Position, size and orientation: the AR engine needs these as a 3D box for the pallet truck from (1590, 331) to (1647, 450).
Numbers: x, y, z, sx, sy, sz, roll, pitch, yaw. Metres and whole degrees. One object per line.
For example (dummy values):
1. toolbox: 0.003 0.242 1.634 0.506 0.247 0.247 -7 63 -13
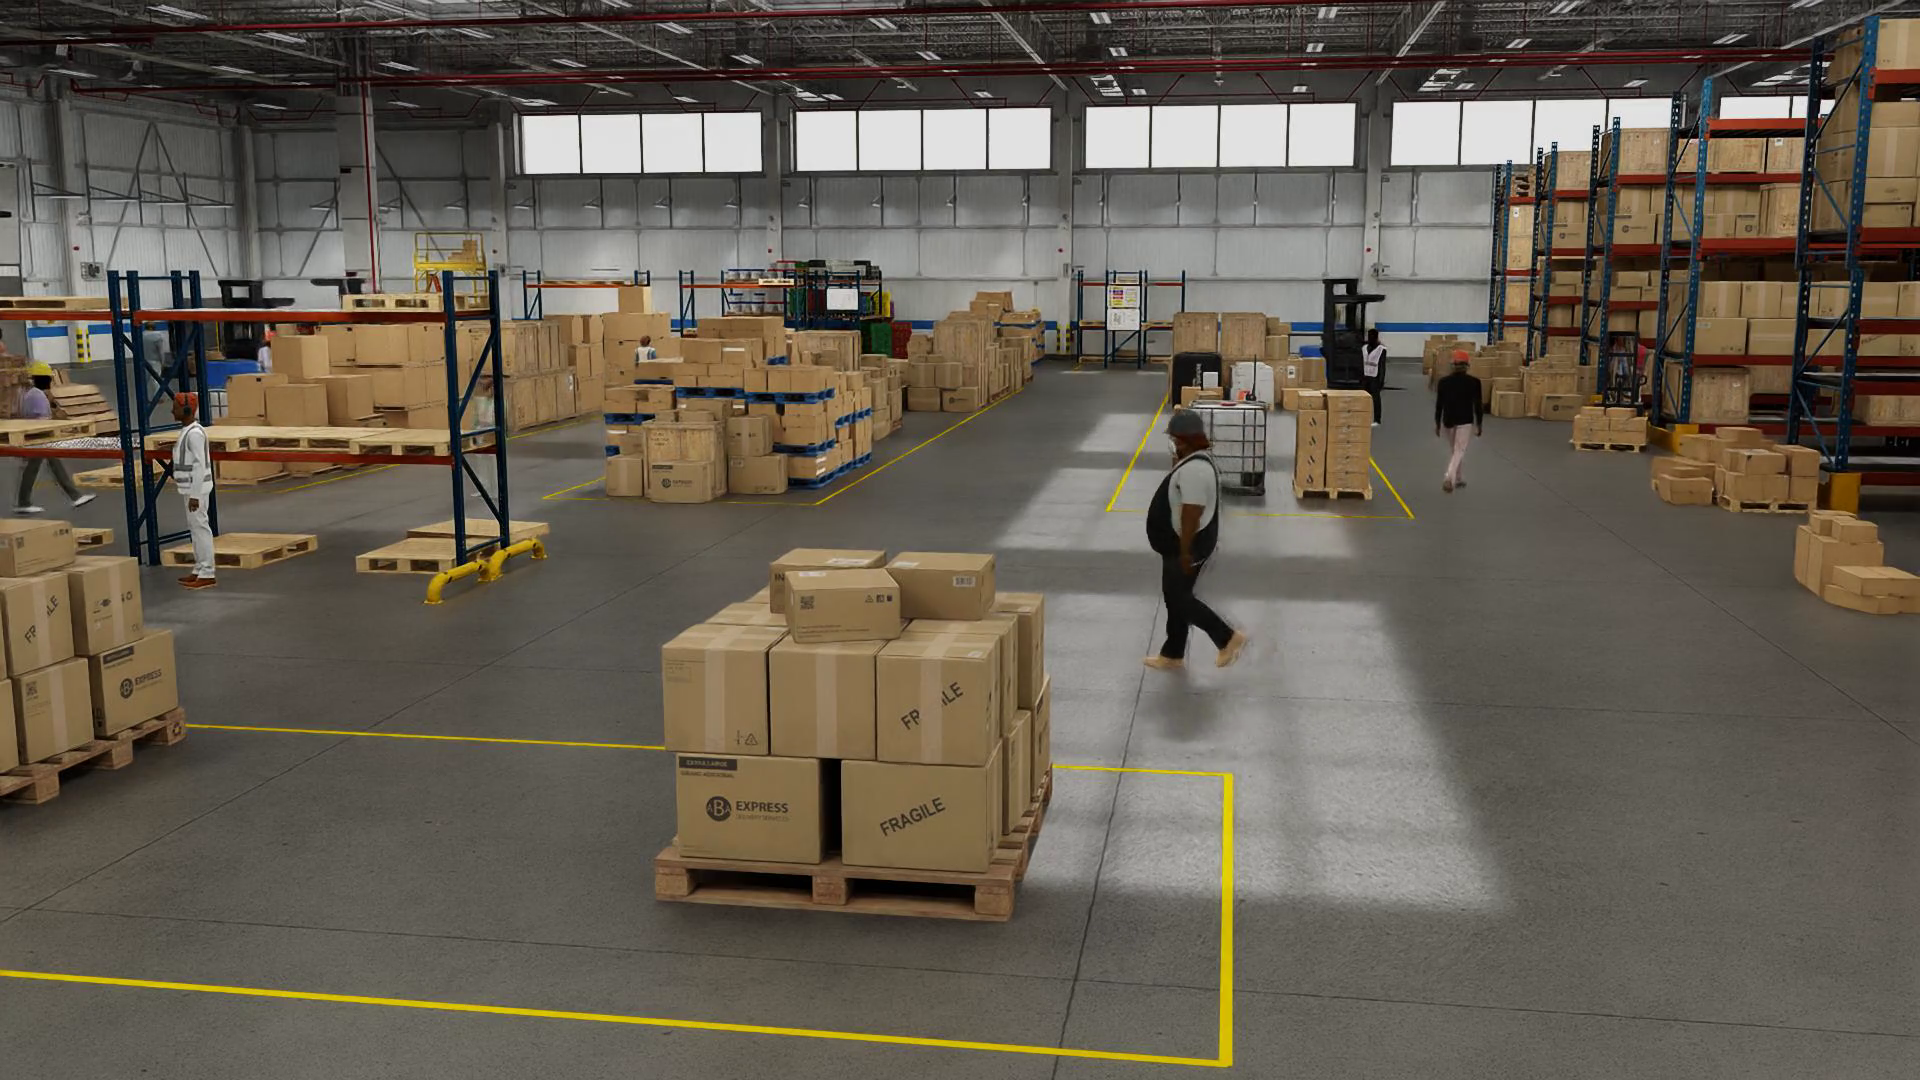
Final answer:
1. pallet truck: 11.253 -2.573 28.499 0.823 1.965 1.885 5 10 27

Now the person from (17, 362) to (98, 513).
1. person: -11.427 -1.286 20.893 0.973 1.879 0.614 -6 11 -31

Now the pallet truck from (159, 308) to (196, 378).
1. pallet truck: -21.869 -5.598 47.154 0.823 1.965 1.885 4 10 26

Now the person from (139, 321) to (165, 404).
1. person: -18.396 -4.043 37.823 0.640 1.925 0.407 0 9 0

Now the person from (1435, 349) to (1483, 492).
1. person: 6.825 -1.636 22.825 0.622 1.968 0.903 7 12 38

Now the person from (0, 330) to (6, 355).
1. person: -22.583 -4.140 39.081 0.318 1.699 0.535 -2 9 -10

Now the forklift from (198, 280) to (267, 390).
1. forklift: -15.586 -4.263 36.205 1.129 2.768 1.873 3 10 19

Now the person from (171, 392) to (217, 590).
1. person: -7.324 -0.468 15.871 0.355 1.883 0.575 -6 11 -31

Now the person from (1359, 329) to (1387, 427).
1. person: 8.037 -3.149 32.340 0.387 1.910 0.591 -5 11 -31

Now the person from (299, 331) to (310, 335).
1. person: -12.557 -3.075 31.961 0.631 1.888 1.040 0 9 0

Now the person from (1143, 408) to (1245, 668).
1. person: 1.750 0.001 12.492 0.706 2.000 0.689 2 9 11

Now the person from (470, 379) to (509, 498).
1. person: -6.260 -1.326 22.023 0.659 1.610 0.318 3 10 16

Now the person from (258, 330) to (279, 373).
1. person: -13.421 -3.172 32.566 0.549 1.884 0.965 1 9 7

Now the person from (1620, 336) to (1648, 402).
1. person: 13.062 -3.122 32.367 0.627 1.844 0.429 -6 11 -31

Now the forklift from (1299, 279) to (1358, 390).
1. forklift: 9.612 -5.243 42.248 1.129 2.768 1.873 -6 11 -31

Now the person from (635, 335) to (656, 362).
1. person: -6.781 -3.605 35.963 0.522 1.640 0.306 3 10 19

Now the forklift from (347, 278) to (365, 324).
1. forklift: -15.807 -5.468 43.636 1.873 2.768 1.129 -3 10 -17
